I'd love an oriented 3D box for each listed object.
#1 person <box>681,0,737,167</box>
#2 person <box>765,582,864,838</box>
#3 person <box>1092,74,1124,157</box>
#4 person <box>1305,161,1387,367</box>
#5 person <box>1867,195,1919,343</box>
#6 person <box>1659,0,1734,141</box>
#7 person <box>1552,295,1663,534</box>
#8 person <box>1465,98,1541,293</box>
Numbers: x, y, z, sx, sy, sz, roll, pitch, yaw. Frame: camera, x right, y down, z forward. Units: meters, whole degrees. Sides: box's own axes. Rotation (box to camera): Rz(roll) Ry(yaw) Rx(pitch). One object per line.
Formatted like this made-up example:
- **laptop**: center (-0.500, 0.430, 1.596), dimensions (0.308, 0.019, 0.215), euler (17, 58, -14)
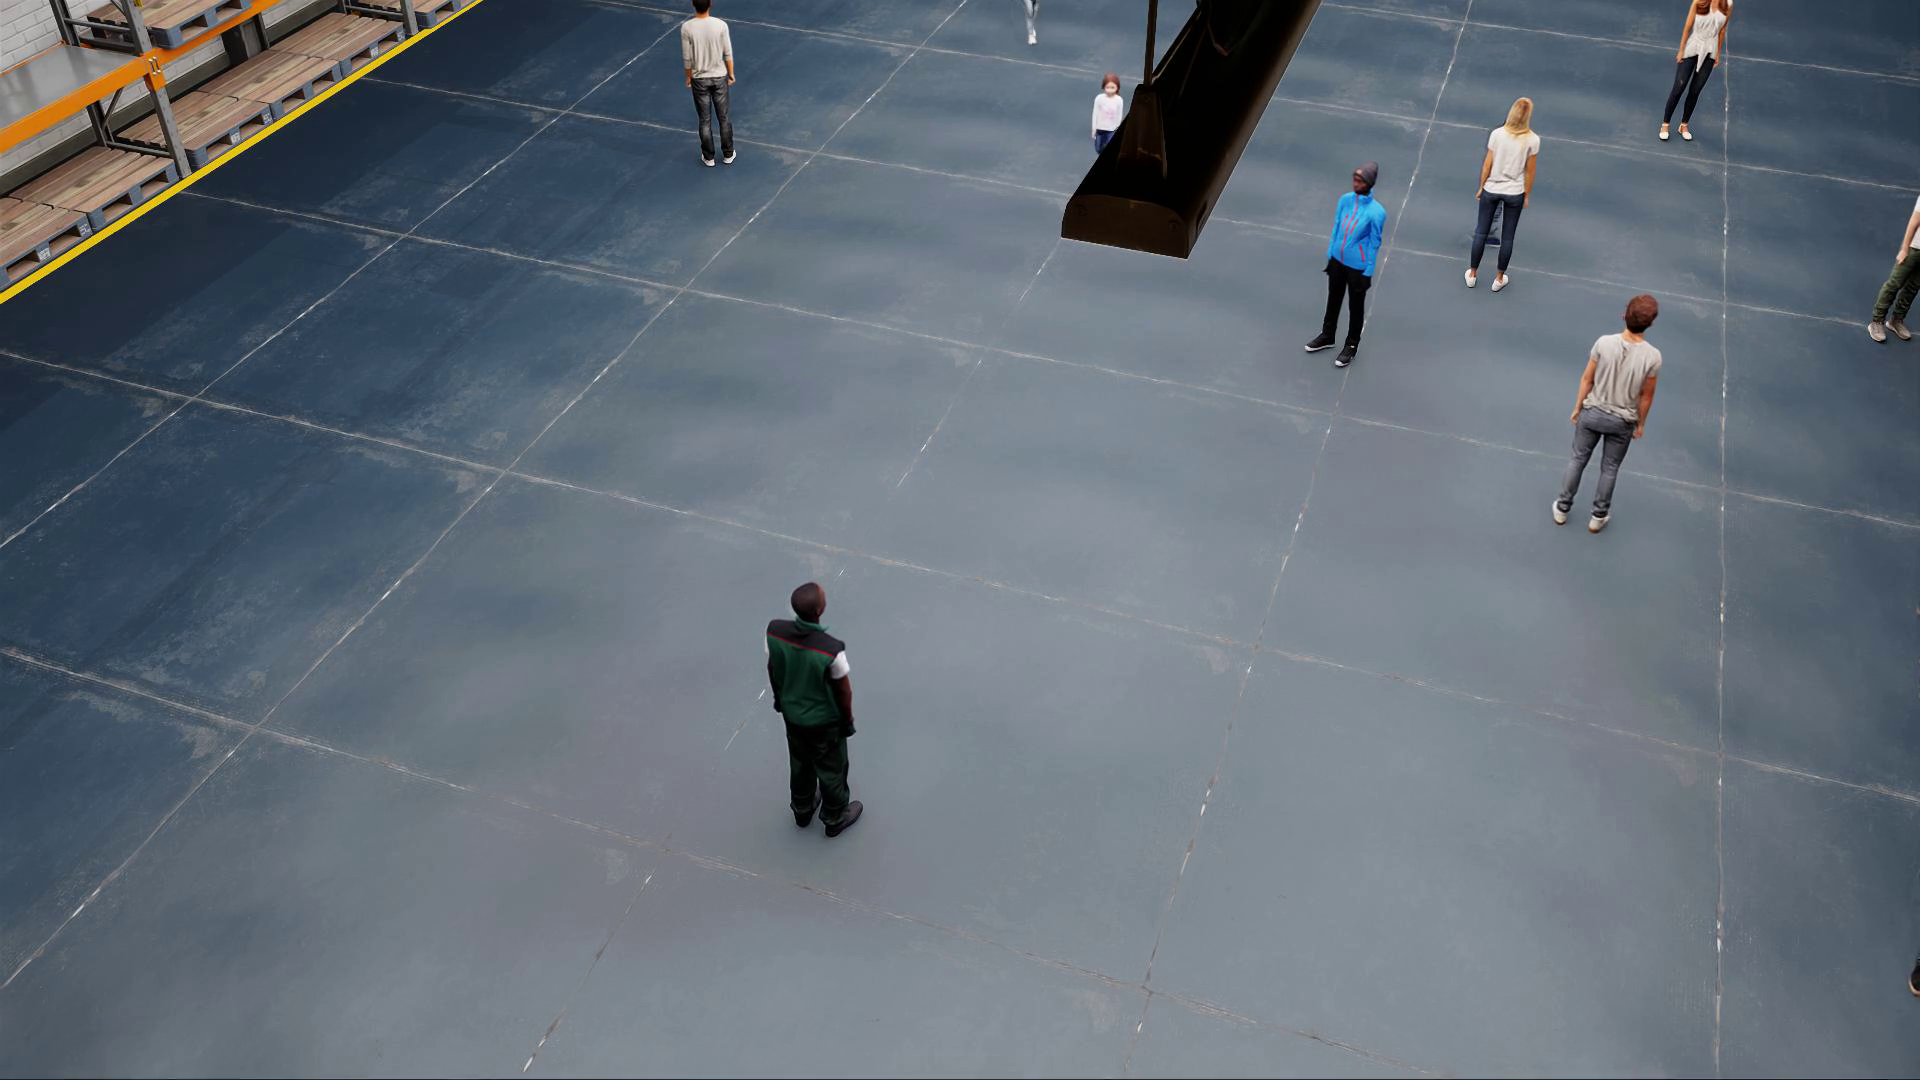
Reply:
- **person**: center (-2.512, -4.641, 16.697), dimensions (0.730, 1.812, 0.731), euler (-7, 39, -9)
- **person**: center (-0.850, 0.984, 9.632), dimensions (0.710, 1.838, 0.620), euler (18, 42, 21)
- **person**: center (1.462, -4.156, 16.666), dimensions (0.504, 1.092, 0.826), euler (8, 39, 10)
- **person**: center (3.262, -2.306, 13.788), dimensions (0.702, 1.792, 0.697), euler (-29, 47, -31)
- **person**: center (8.159, -2.477, 14.113), dimensions (0.647, 1.654, 0.660), euler (-4, 39, -5)
- **person**: center (7.632, -5.029, 17.204), dimensions (0.639, 1.785, 0.614), euler (2, 39, 3)
- **person**: center (4.650, -0.899, 11.945), dimensions (0.670, 1.894, 0.566), euler (15, 41, 18)
- **person**: center (4.807, -3.054, 14.712), dimensions (0.603, 1.809, 0.481), euler (14, 41, 16)
